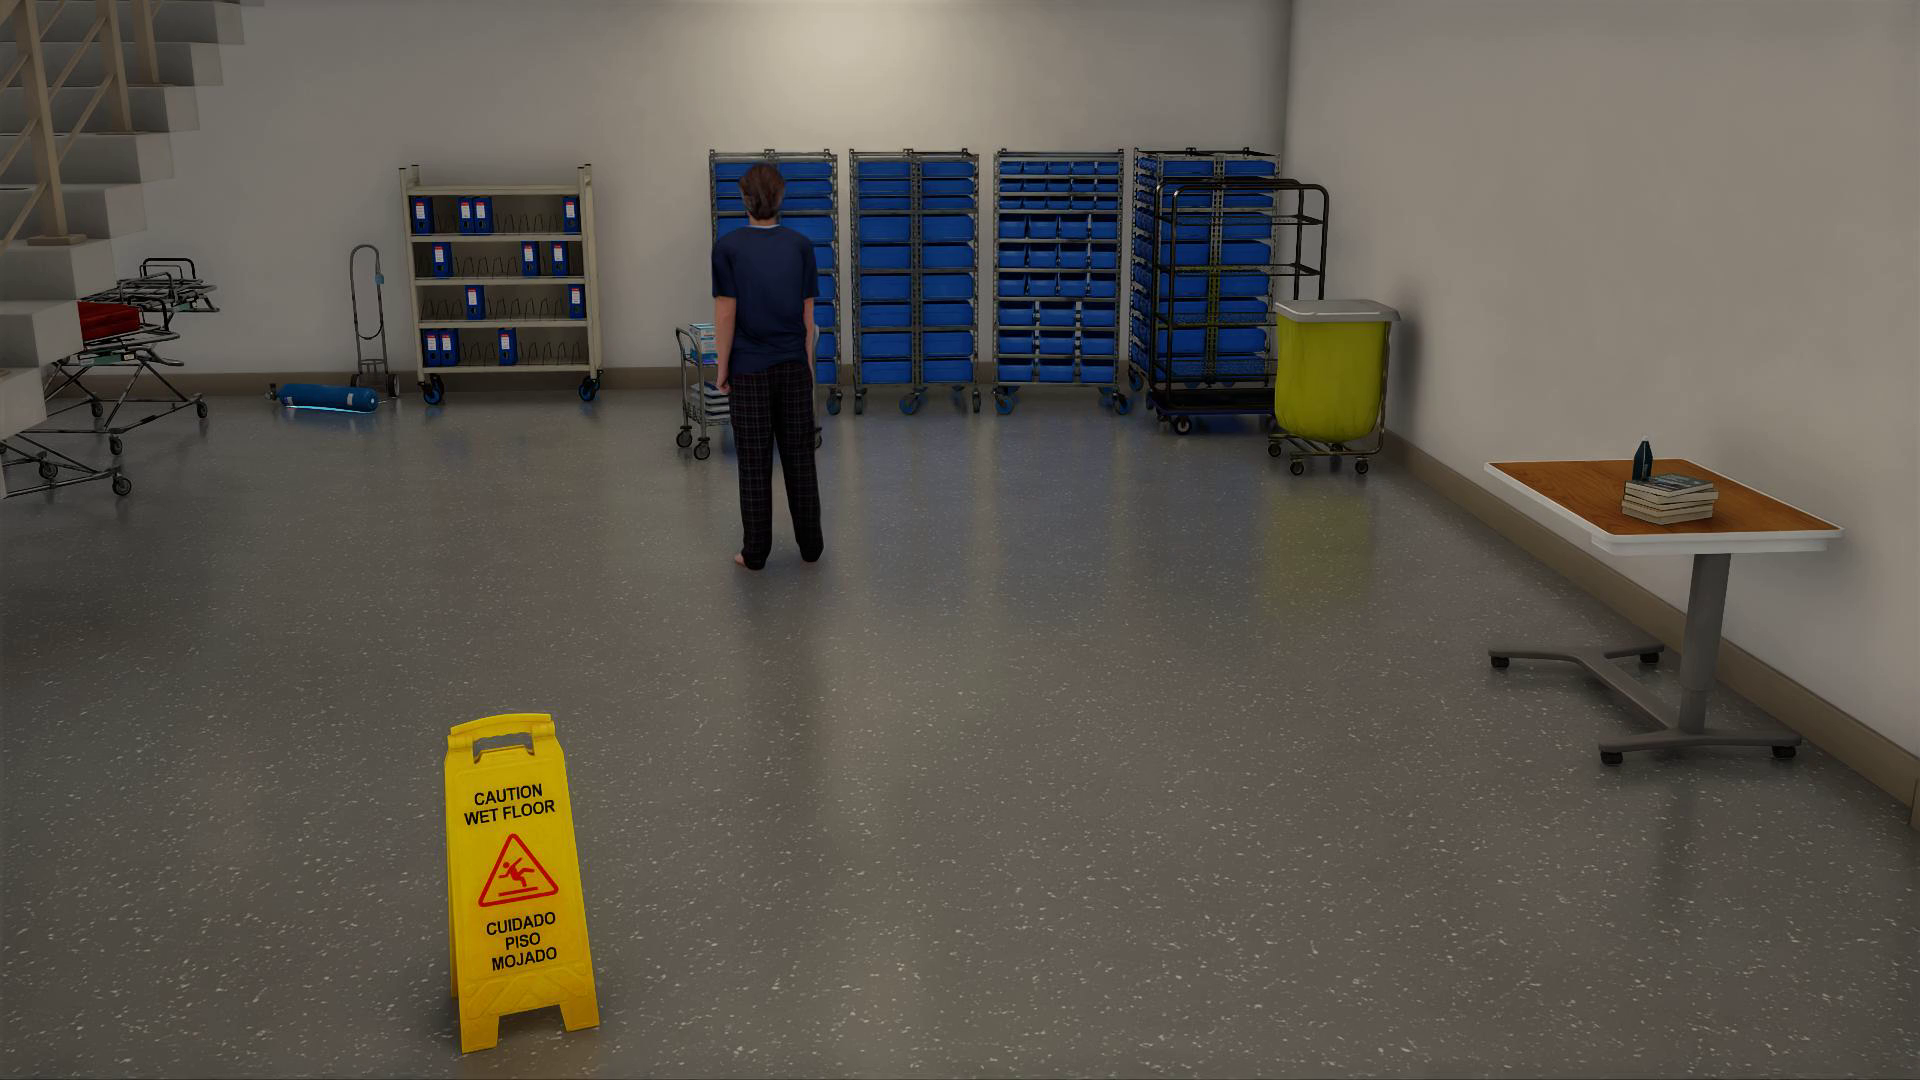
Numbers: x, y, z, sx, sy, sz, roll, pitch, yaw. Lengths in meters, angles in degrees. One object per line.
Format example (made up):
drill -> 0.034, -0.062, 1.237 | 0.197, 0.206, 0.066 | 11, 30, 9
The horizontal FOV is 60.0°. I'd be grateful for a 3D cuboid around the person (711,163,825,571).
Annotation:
person -> -0.882, -0.795, 7.723 | 0.715, 1.871, 0.643 | -6, 17, -19
